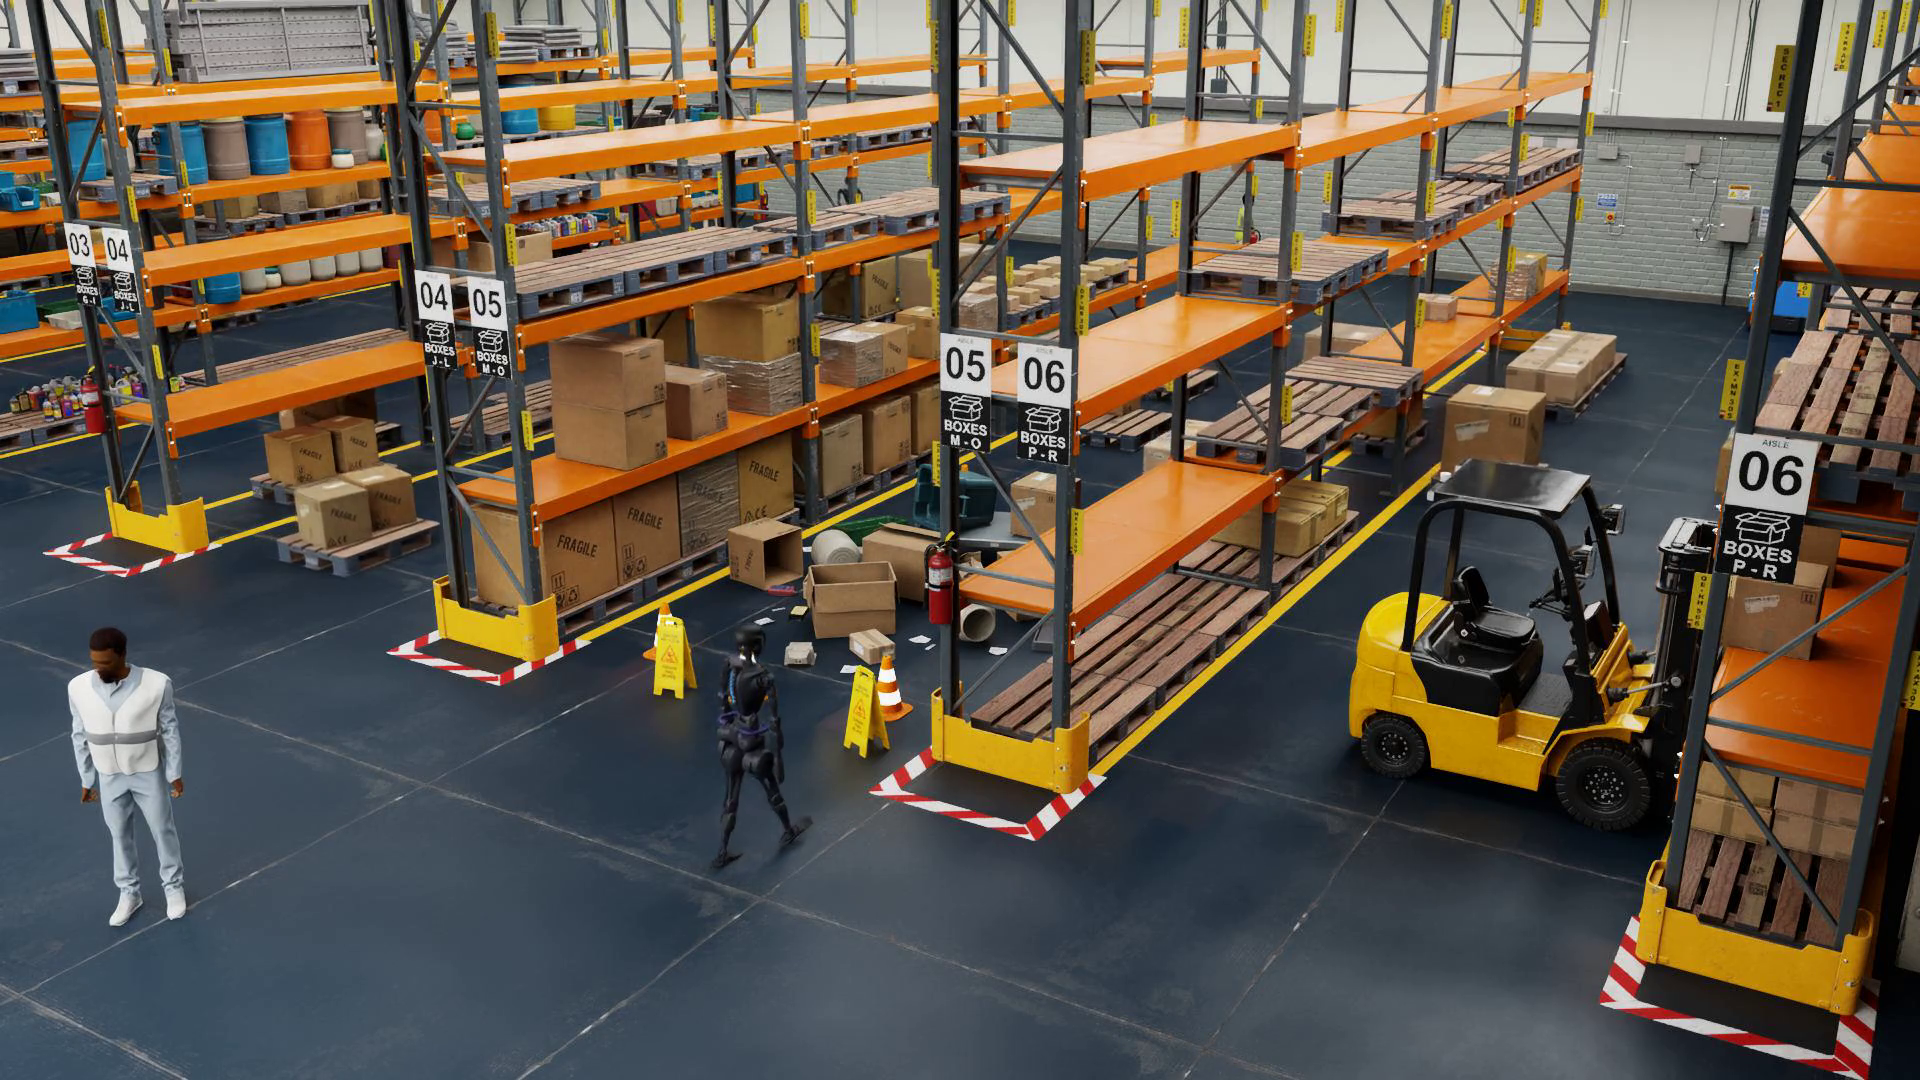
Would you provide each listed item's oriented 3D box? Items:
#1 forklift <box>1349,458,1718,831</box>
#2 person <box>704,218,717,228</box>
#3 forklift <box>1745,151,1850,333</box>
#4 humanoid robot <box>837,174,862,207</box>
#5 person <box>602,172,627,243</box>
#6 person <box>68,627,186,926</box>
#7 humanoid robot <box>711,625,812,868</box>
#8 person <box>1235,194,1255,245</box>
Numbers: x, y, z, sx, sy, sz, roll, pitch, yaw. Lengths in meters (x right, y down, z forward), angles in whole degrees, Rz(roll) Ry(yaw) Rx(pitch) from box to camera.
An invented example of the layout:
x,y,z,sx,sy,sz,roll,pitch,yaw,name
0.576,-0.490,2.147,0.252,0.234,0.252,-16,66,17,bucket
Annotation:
x,y,z,sx,sy,sz,roll,pitch,yaw,name
3.988,0.658,11.776,2.313,2.155,1.214,11,22,29,forklift
-5.241,-7.063,34.867,0.489,1.688,0.352,-6,20,-17,person
13.620,-4.667,26.137,1.873,2.768,1.129,11,22,29,forklift
-2.185,-6.497,33.368,0.608,1.638,0.821,-10,21,-26,humanoid robot
-7.243,-7.108,34.903,0.957,1.745,0.473,14,23,34,person
-5.001,1.402,10.050,0.587,1.913,0.392,-4,19,-11,person
-1.339,1.288,10.785,0.594,1.631,0.731,15,24,37,humanoid robot
5.190,-5.491,30.319,0.323,1.685,0.539,-2,19,-5,person
